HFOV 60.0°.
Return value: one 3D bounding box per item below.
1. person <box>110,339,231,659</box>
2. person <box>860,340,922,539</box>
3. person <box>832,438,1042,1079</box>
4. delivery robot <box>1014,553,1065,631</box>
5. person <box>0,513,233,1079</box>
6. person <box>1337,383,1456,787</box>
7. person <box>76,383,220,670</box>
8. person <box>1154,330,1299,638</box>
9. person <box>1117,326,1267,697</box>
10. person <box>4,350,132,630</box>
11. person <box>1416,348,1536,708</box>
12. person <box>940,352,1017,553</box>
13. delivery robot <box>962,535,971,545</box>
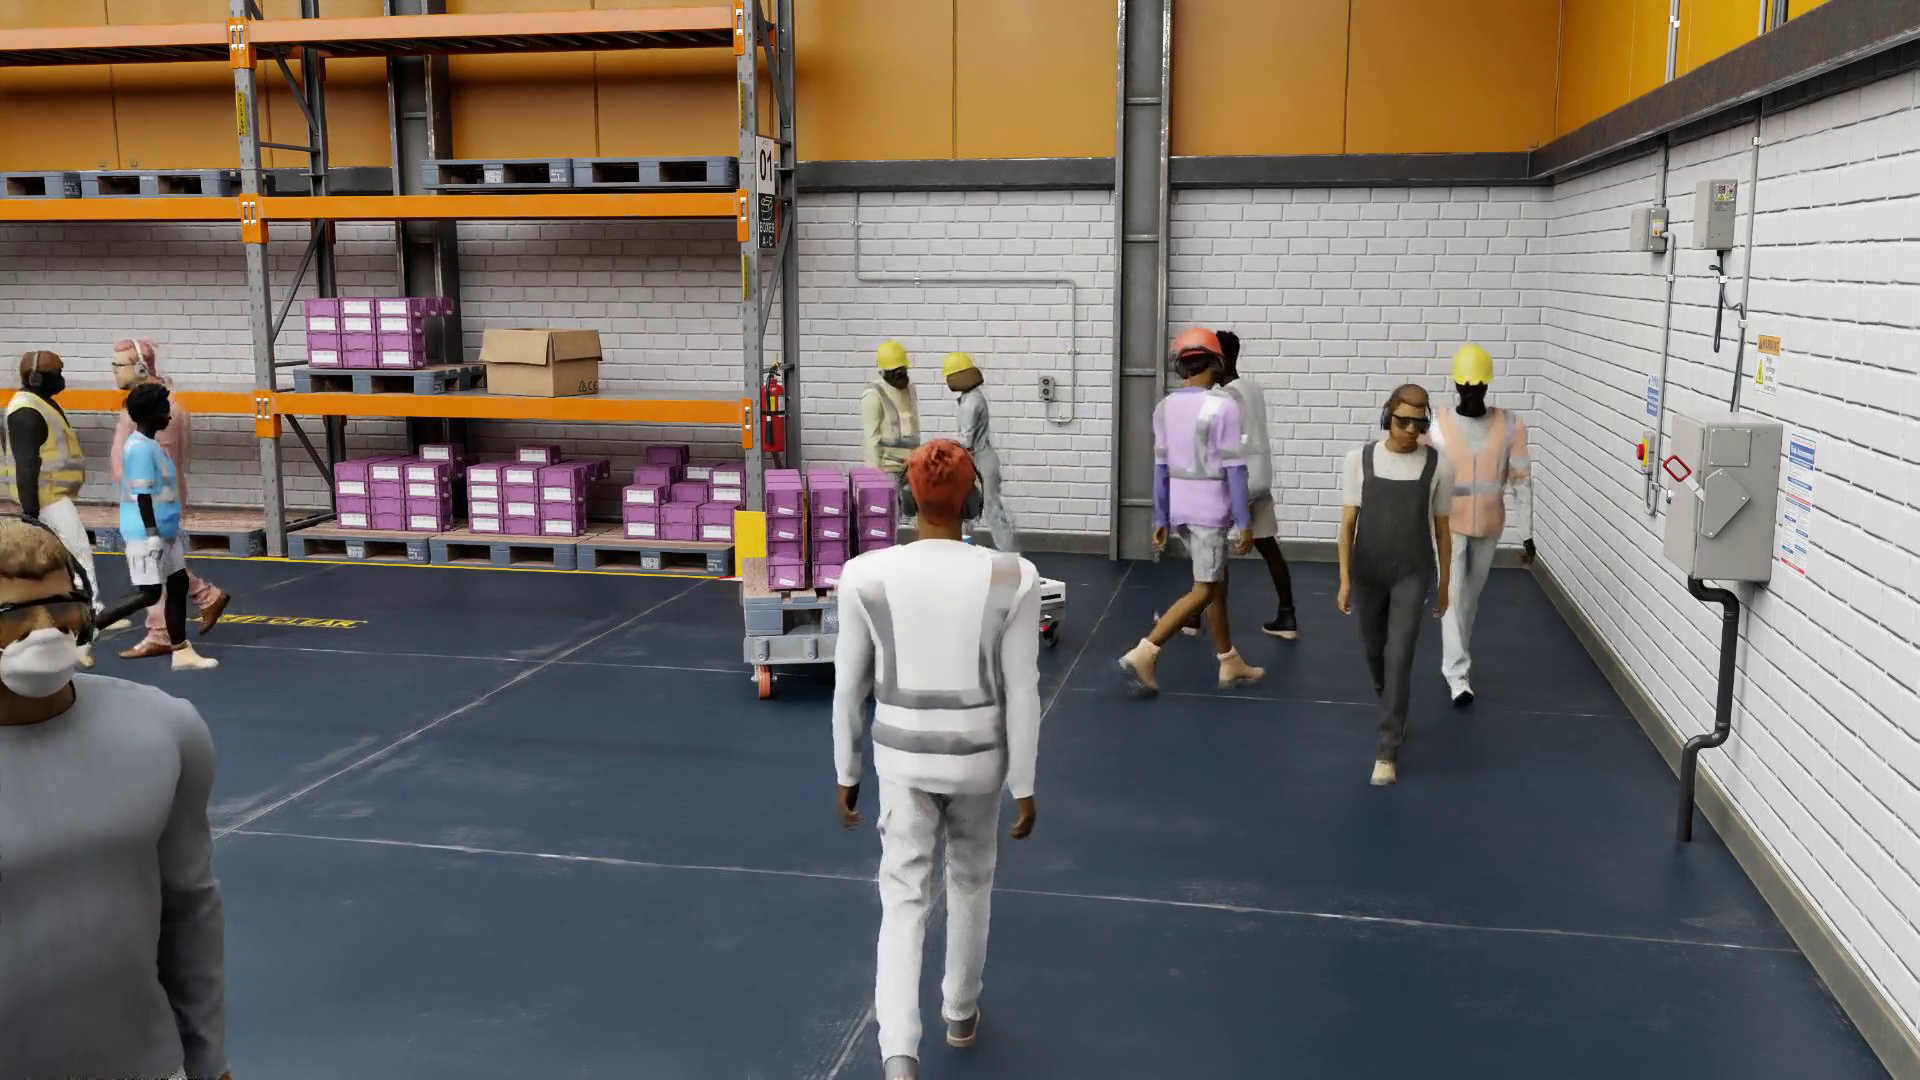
[{"bbox_3d":[-4.723,-0.249,9.860,0.546,1.886,0.660,-6,11,-31],"label":"person"},{"bbox_3d":[-0.493,-0.554,12.038,0.495,1.789,0.706,5,11,26],"label":"person"},{"bbox_3d":[-0.068,0.644,4.608,0.580,1.855,0.903,1,9,3],"label":"person"},{"bbox_3d":[0.318,0.324,10.141,0.477,0.478,0.707,-7,12,-37],"label":"delivery robot"},{"bbox_3d":[-1.473,0.918,2.696,0.356,1.940,0.636,7,12,37],"label":"person"},{"bbox_3d":[2.022,0.156,7.735,0.503,1.805,0.938,4,10,21],"label":"person"},{"bbox_3d":[-4.622,-0.045,9.306,0.694,1.674,0.547,-3,10,-18],"label":"person"},{"bbox_3d":[1.672,-0.334,10.313,0.948,1.905,0.723,6,11,32],"label":"person"},{"bbox_3d":[1.261,-0.146,8.945,0.949,1.995,0.624,-5,11,-28],"label":"person"},{"bbox_3d":[-5.804,-0.286,10.415,0.916,1.810,0.636,-4,10,-20],"label":"person"},{"bbox_3d":[2.709,-0.068,8.789,0.611,1.874,0.975,1,9,4],"label":"person"},{"bbox_3d":[0.066,-0.505,11.973,0.805,1.691,0.485,0,9,-3],"label":"person"},{"bbox_3d":[0.018,0.214,10.805,0.477,0.478,0.707,-4,10,-25],"label":"delivery robot"}]
